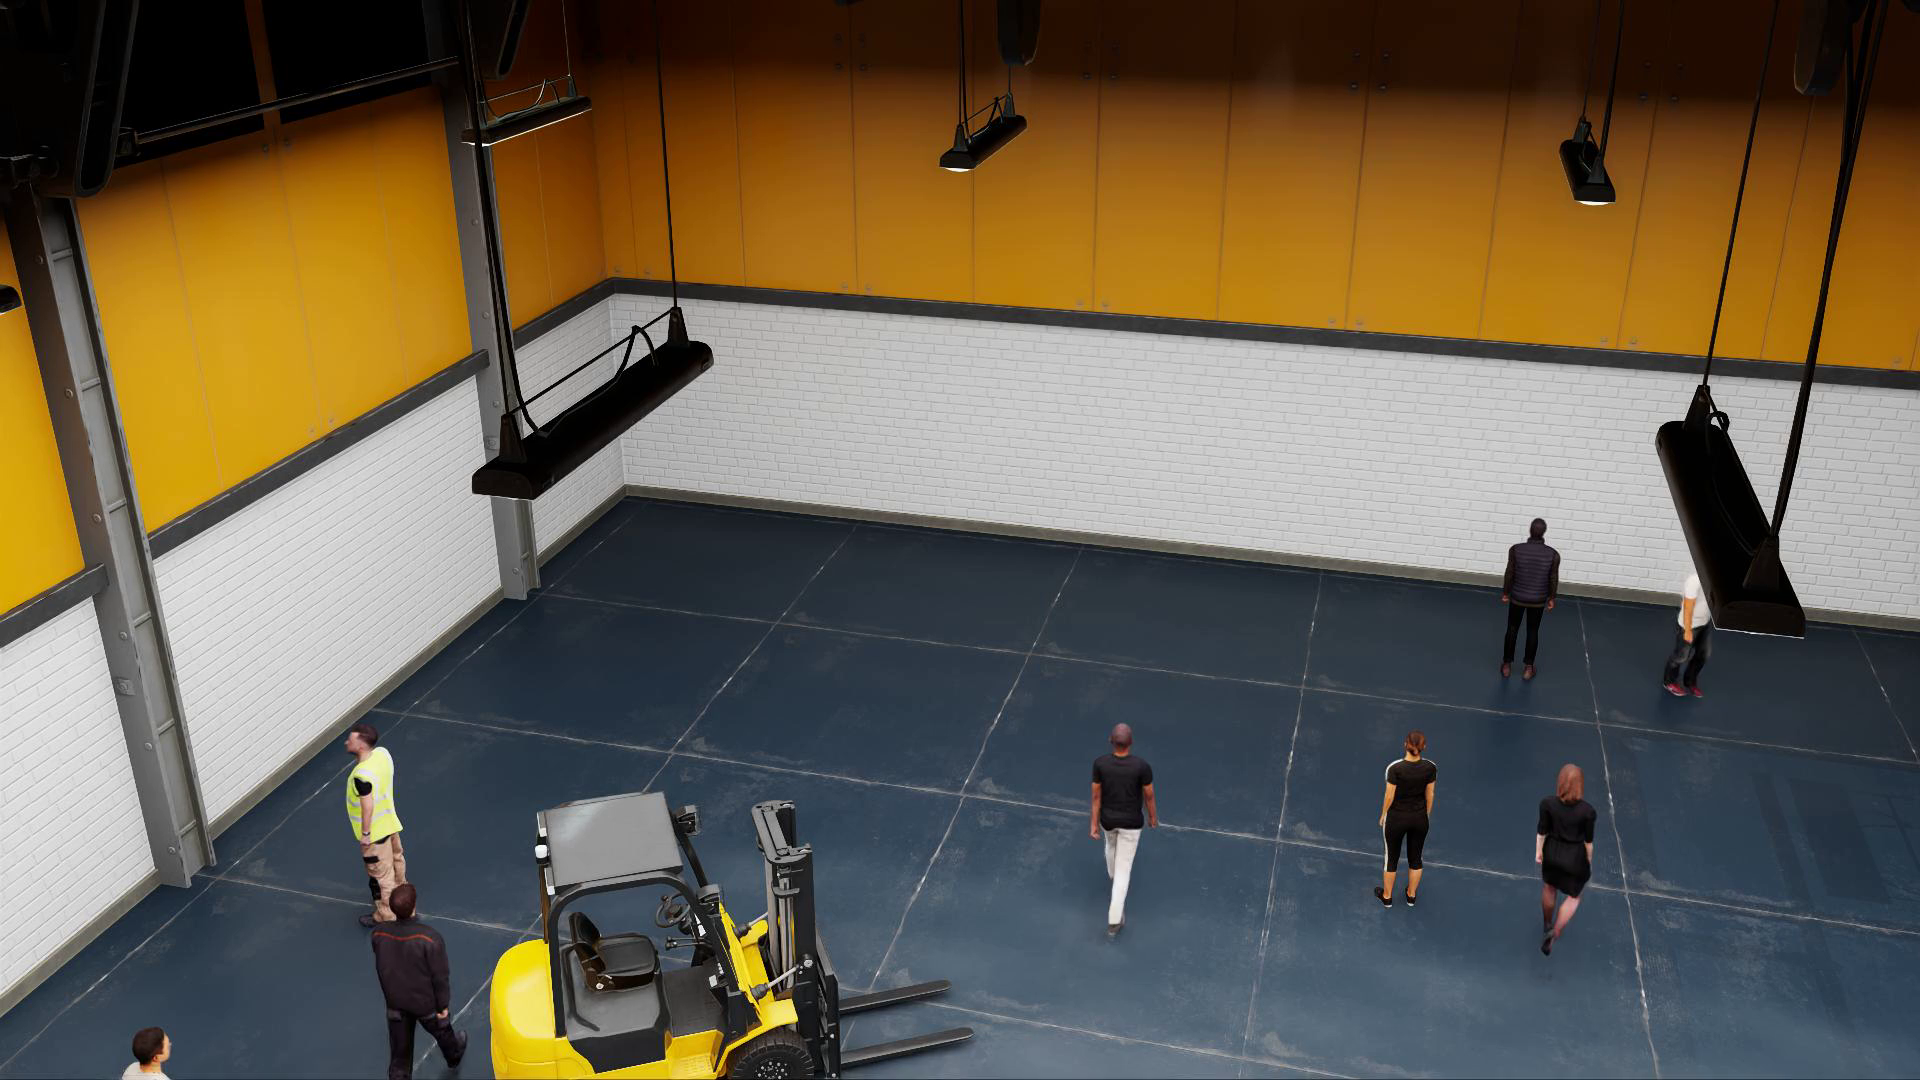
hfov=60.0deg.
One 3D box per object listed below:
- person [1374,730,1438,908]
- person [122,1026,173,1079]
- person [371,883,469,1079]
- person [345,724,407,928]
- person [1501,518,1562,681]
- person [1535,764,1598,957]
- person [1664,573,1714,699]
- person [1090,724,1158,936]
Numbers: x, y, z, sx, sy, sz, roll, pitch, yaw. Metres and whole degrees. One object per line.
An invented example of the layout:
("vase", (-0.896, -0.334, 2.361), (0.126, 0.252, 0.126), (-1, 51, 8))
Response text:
("person", (3.762, 2.336, 14.010), (0.644, 1.669, 0.619), (-1, 24, -3))
("person", (-5.031, 3.867, 10.360), (0.710, 1.787, 0.892), (10, 26, 22))
("person", (-3.873, 3.291, 11.673), (0.890, 1.791, 1.226), (1, 24, 3))
("person", (-4.856, 2.336, 13.789), (0.820, 1.846, 0.713), (1, 24, 3))
("person", (6.055, 0.614, 17.741), (0.726, 1.835, 0.598), (9, 25, 20))
("person", (4.851, 2.605, 13.369), (0.793, 1.689, 0.972), (14, 27, 30))
("person", (7.617, 0.834, 17.326), (0.834, 1.764, 0.889), (-17, 29, -34))
("person", (1.320, 2.413, 13.741), (0.731, 1.744, 1.246), (8, 25, 18))
